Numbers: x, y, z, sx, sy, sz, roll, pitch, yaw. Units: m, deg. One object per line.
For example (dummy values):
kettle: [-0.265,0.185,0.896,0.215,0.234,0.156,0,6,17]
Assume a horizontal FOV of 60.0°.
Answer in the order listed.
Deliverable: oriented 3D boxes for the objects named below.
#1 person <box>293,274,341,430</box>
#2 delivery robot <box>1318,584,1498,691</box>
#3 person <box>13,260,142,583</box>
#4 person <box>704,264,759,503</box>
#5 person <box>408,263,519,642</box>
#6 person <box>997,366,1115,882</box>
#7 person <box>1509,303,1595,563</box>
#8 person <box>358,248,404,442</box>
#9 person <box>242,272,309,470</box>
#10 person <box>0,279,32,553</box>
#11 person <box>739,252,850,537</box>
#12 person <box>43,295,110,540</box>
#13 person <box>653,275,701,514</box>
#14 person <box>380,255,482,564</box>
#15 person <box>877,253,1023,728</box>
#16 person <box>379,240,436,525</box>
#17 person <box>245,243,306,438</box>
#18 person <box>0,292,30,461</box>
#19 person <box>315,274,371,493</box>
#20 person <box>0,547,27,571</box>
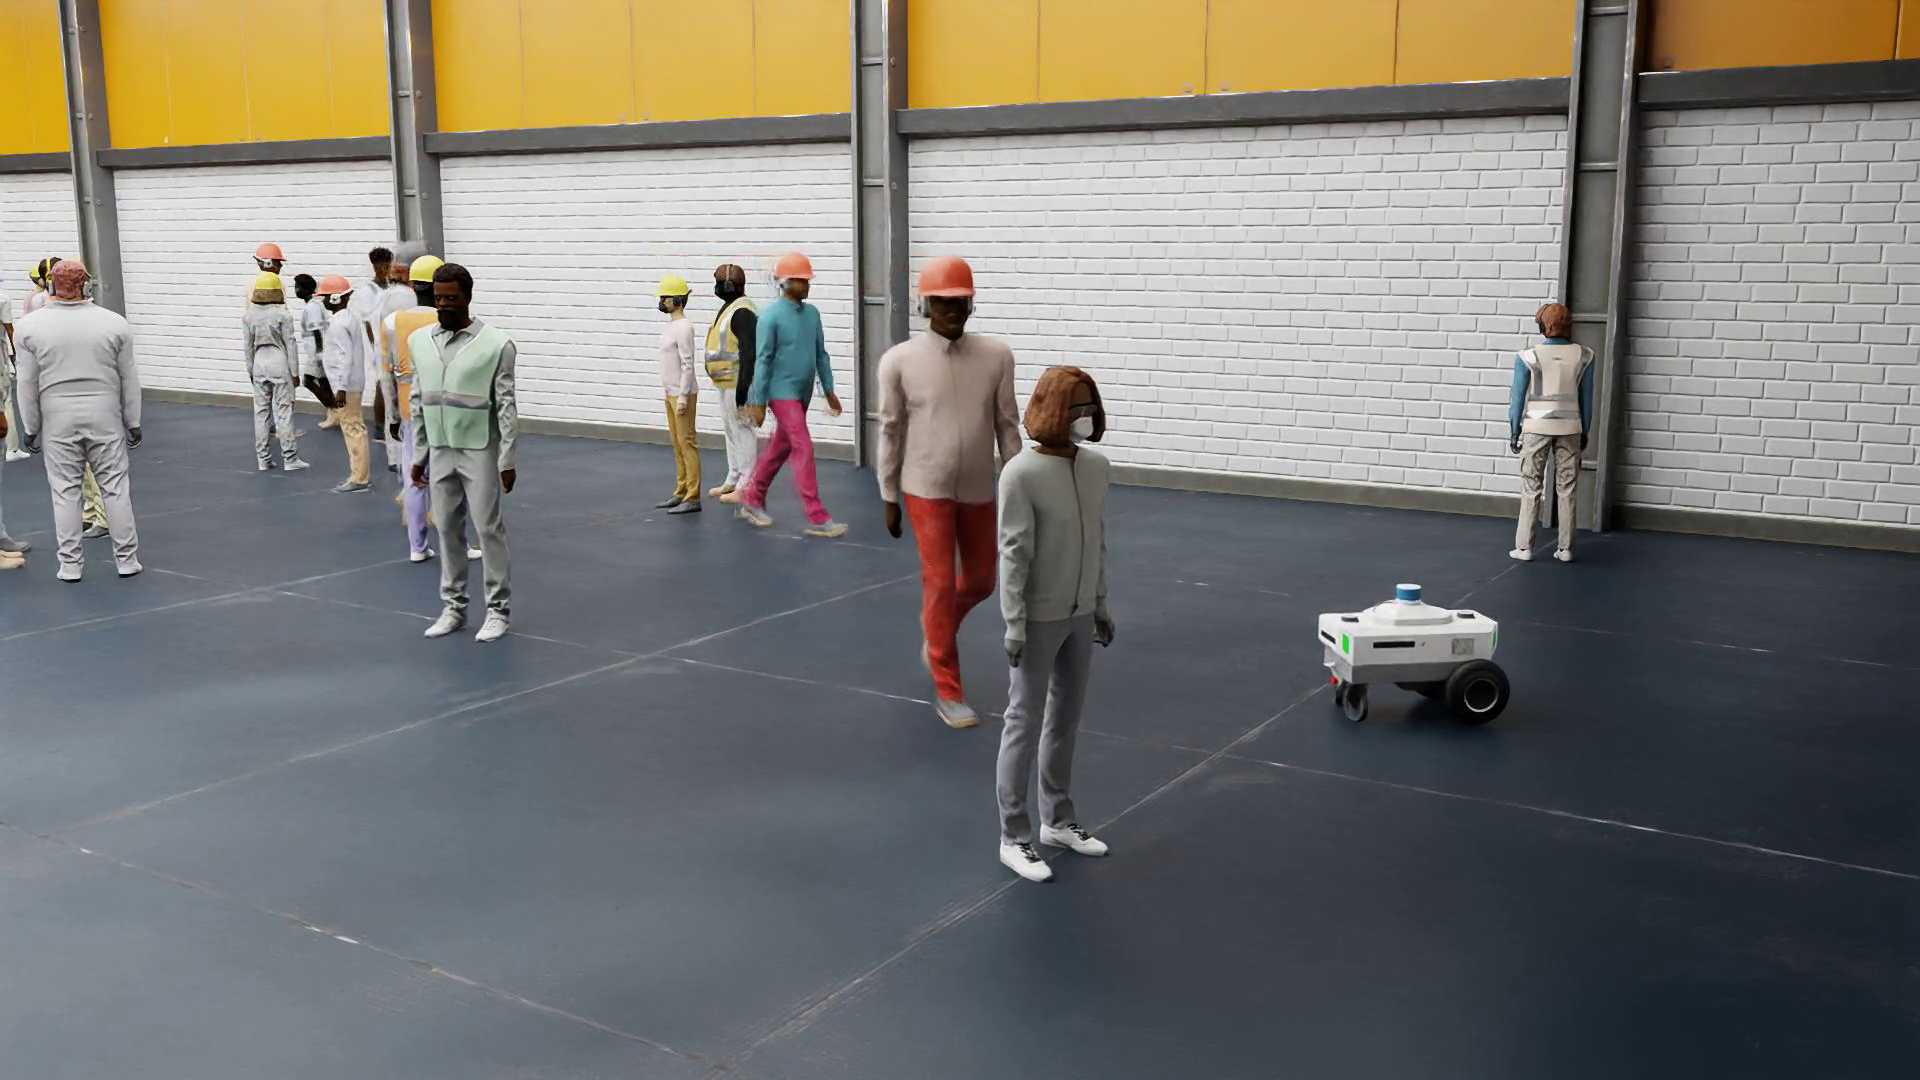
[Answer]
person: [-6.855,-2.003,17.768,0.414,1.667,0.548,-4,11,-22]
delivery robot: [1.902,0.432,7.094,0.707,0.478,0.477,-1,10,-7]
person: [-5.224,-0.702,9.896,0.652,1.906,0.403,-6,12,-30]
person: [-1.764,-1.214,12.915,0.429,1.841,0.633,-4,11,-21]
person: [-2.508,-0.441,8.451,0.591,1.910,0.388,3,11,16]
person: [0.314,0.256,5.341,0.277,1.632,0.502,10,14,43]
person: [3.703,-0.662,10.441,0.514,1.634,0.313,0,10,3]
person: [-5.757,-1.939,16.684,0.390,1.949,0.665,2,10,10]
person: [-6.049,-1.484,14.677,0.492,1.743,0.295,2,10,9]
person: [-6.286,-0.860,10.676,0.607,1.940,0.416,8,13,39]
person: [-1.197,-1.017,11.553,1.012,1.951,0.614,5,11,27]
person: [-5.987,-0.882,11.312,0.327,1.752,0.562,-9,13,-39]
person: [-2.107,-1.080,12.380,0.310,1.769,0.523,-4,11,-23]
person: [-3.297,-0.806,10.409,0.595,1.925,0.371,1,10,7]
person: [-0.059,-0.238,7.141,0.619,1.976,0.797,-4,11,-21]
person: [-3.821,-1.114,11.805,0.536,2.000,0.696,-3,11,-15]
person: [-7.076,-2.046,17.106,0.613,1.990,0.392,7,12,35]
person: [-8.883,-1.645,15.232,0.532,1.865,0.311,-2,10,-10]
person: [-4.974,-1.260,13.405,0.341,1.750,0.567,-2,10,-11]
person: [-5.987,-0.713,10.167,0.358,1.835,0.516,-7,13,-36]
